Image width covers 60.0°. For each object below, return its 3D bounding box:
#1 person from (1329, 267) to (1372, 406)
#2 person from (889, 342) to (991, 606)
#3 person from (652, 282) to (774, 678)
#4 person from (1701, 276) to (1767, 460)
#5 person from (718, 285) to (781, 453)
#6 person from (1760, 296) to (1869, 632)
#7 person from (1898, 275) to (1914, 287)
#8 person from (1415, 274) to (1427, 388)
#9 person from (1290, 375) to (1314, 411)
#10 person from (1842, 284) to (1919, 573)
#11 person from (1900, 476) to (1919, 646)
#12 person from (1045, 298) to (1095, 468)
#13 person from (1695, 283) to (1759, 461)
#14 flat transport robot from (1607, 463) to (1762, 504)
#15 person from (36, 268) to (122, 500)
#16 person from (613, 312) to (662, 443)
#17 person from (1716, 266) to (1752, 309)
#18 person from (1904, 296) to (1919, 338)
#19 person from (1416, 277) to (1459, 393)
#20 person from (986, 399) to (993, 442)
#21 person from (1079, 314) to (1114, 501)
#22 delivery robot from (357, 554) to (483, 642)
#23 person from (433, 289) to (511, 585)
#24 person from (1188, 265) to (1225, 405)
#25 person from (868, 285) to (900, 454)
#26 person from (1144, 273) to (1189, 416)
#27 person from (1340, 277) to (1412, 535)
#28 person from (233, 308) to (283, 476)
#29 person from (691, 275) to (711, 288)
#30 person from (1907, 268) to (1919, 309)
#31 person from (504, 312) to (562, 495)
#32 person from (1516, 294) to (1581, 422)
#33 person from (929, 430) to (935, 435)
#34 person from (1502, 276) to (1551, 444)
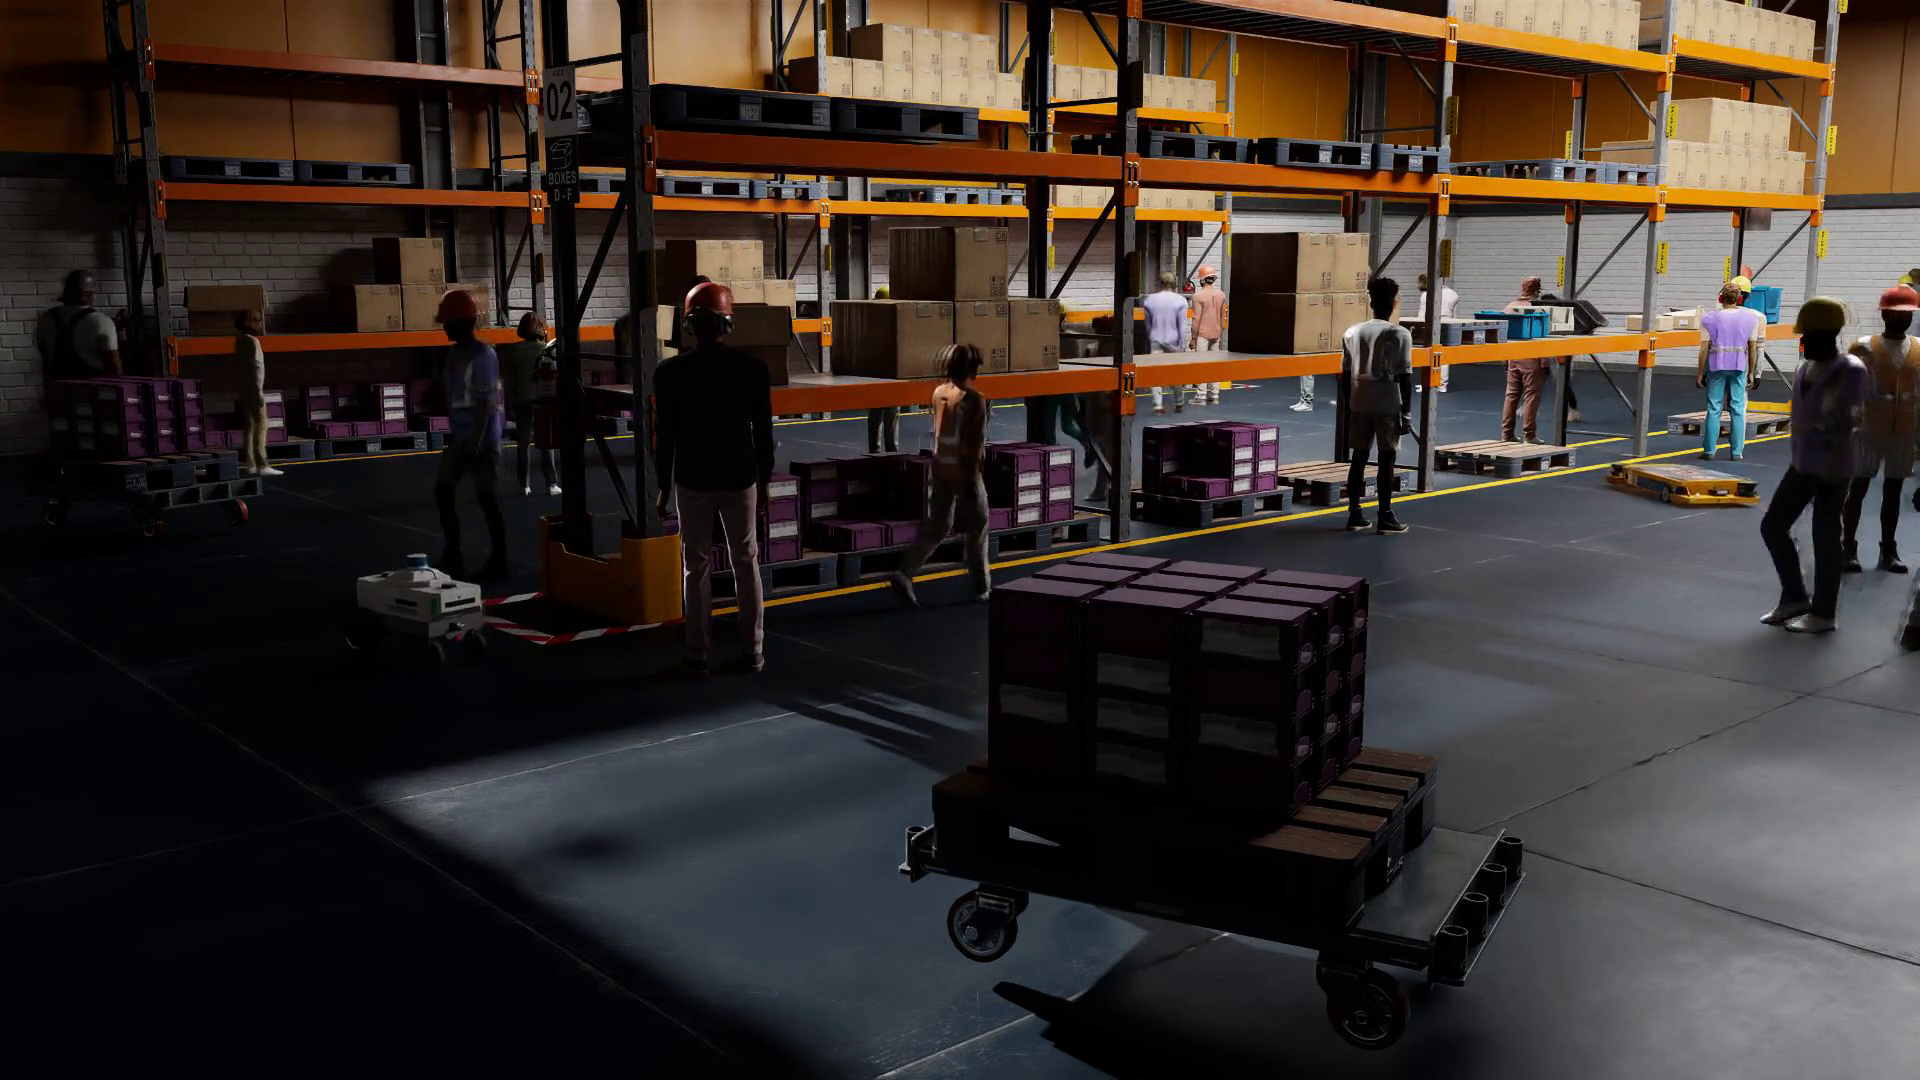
[{"bbox_3d":[5.602,-2.899,23.685,0.689,1.989,0.528,-1,10,-7],"label":"person"},{"bbox_3d":[-0.073,-0.383,10.049,0.723,1.614,0.521,-7,12,-36],"label":"person"},{"bbox_3d":[-1.249,-0.298,8.429,0.612,1.991,0.392,-3,10,-18],"label":"person"},{"bbox_3d":[8.053,-1.782,17.347,0.587,1.920,0.384,4,10,22],"label":"person"},{"bbox_3d":[-2.398,-1.710,17.175,1.019,1.823,0.574,-2,10,-10],"label":"person"},{"bbox_3d":[4.790,-0.408,9.339,0.490,1.898,0.589,-2,10,-9],"label":"person"},{"bbox_3d":[14.984,-3.291,26.432,0.591,1.828,0.404,-2,10,-12],"label":"person"},{"bbox_3d":[7.553,-3.353,26.773,0.459,1.841,0.570,4,10,22],"label":"person"},{"bbox_3d":[4.747,-2.657,22.960,0.286,1.746,0.489,1,10,3],"label":"person"},{"bbox_3d":[6.218,-0.741,11.170,0.545,1.942,0.349,1,10,7],"label":"person"},{"bbox_3d":[5.392,-0.295,8.782,0.601,1.858,0.709,-6,11,-31],"label":"person"},{"bbox_3d":[1.013,-1.456,15.945,0.537,1.747,0.637,9,13,42],"label":"person"},{"bbox_3d":[7.940,-1.731,17.241,0.563,1.847,0.389,2,10,13],"label":"person"},{"bbox_3d":[6.369,-0.508,14.686,0.652,0.197,1.431,-1,10,-6],"label":"flat transport robot"},{"bbox_3d":[-7.591,-1.356,14.477,0.700,2.000,0.563,1,10,7],"label":"person"},{"bbox_3d":[-3.256,-1.706,17.201,0.621,1.810,0.805,-2,10,-14],"label":"person"},{"bbox_3d":[10.513,-2.702,22.496,0.611,1.995,0.380,0,10,1],"label":"person"},{"bbox_3d":[13.561,-2.734,23.756,0.521,1.613,0.365,6,12,32],"label":"person"},{"bbox_3d":[7.400,-3.224,25.849,0.647,1.897,0.399,-2,10,-13],"label":"person"},{"bbox_3d":[0.211,-1.620,16.636,0.404,1.829,0.600,-5,11,-28],"label":"person"},{"bbox_3d":[1.286,-1.163,14.545,0.531,1.624,0.527,-8,13,-40],"label":"person"},{"bbox_3d":[-2.847,0.316,8.758,0.707,0.478,0.477,7,12,36],"label":"delivery robot"},{"bbox_3d":[-3.176,-0.630,10.616,0.674,1.906,0.569,-9,13,-43],"label":"person"},{"bbox_3d":[3.524,-2.925,23.798,0.622,1.994,0.381,-7,12,-36],"label":"person"},{"bbox_3d":[-0.733,-1.619,16.627,0.404,1.832,0.597,-8,13,-41],"label":"person"},{"bbox_3d":[2.794,-2.626,22.358,0.626,1.888,0.997,4,10,20],"label":"person"},{"bbox_3d":[3.209,-1.024,12.766,0.394,1.962,0.633,-9,13,-41],"label":"person"},{"bbox_3d":[-6.867,-1.439,16.167,0.307,1.631,0.517,-8,13,-40],"label":"person"},{"bbox_3d":[-2.760,-1.855,17.759,0.591,1.919,0.392,6,12,33],"label":"person"},{"bbox_3d":[15.093,-3.337,26.393,0.627,1.934,0.372,6,11,31],"label":"person"},{"bbox_3d":[-3.789,-1.207,14.793,0.507,1.632,0.268,0,10,1],"label":"person"},{"bbox_3d":[7.553,-2.323,21.294,0.902,1.643,0.531,0,10,1],"label":"person"},{"bbox_3d":[-0.211,-2.072,19.713,0.360,1.685,0.539,-1,10,-4],"label":"person"},{"bbox_3d":[6.424,-2.023,18.818,0.402,1.899,0.635,-6,11,-29],"label":"person"}]
